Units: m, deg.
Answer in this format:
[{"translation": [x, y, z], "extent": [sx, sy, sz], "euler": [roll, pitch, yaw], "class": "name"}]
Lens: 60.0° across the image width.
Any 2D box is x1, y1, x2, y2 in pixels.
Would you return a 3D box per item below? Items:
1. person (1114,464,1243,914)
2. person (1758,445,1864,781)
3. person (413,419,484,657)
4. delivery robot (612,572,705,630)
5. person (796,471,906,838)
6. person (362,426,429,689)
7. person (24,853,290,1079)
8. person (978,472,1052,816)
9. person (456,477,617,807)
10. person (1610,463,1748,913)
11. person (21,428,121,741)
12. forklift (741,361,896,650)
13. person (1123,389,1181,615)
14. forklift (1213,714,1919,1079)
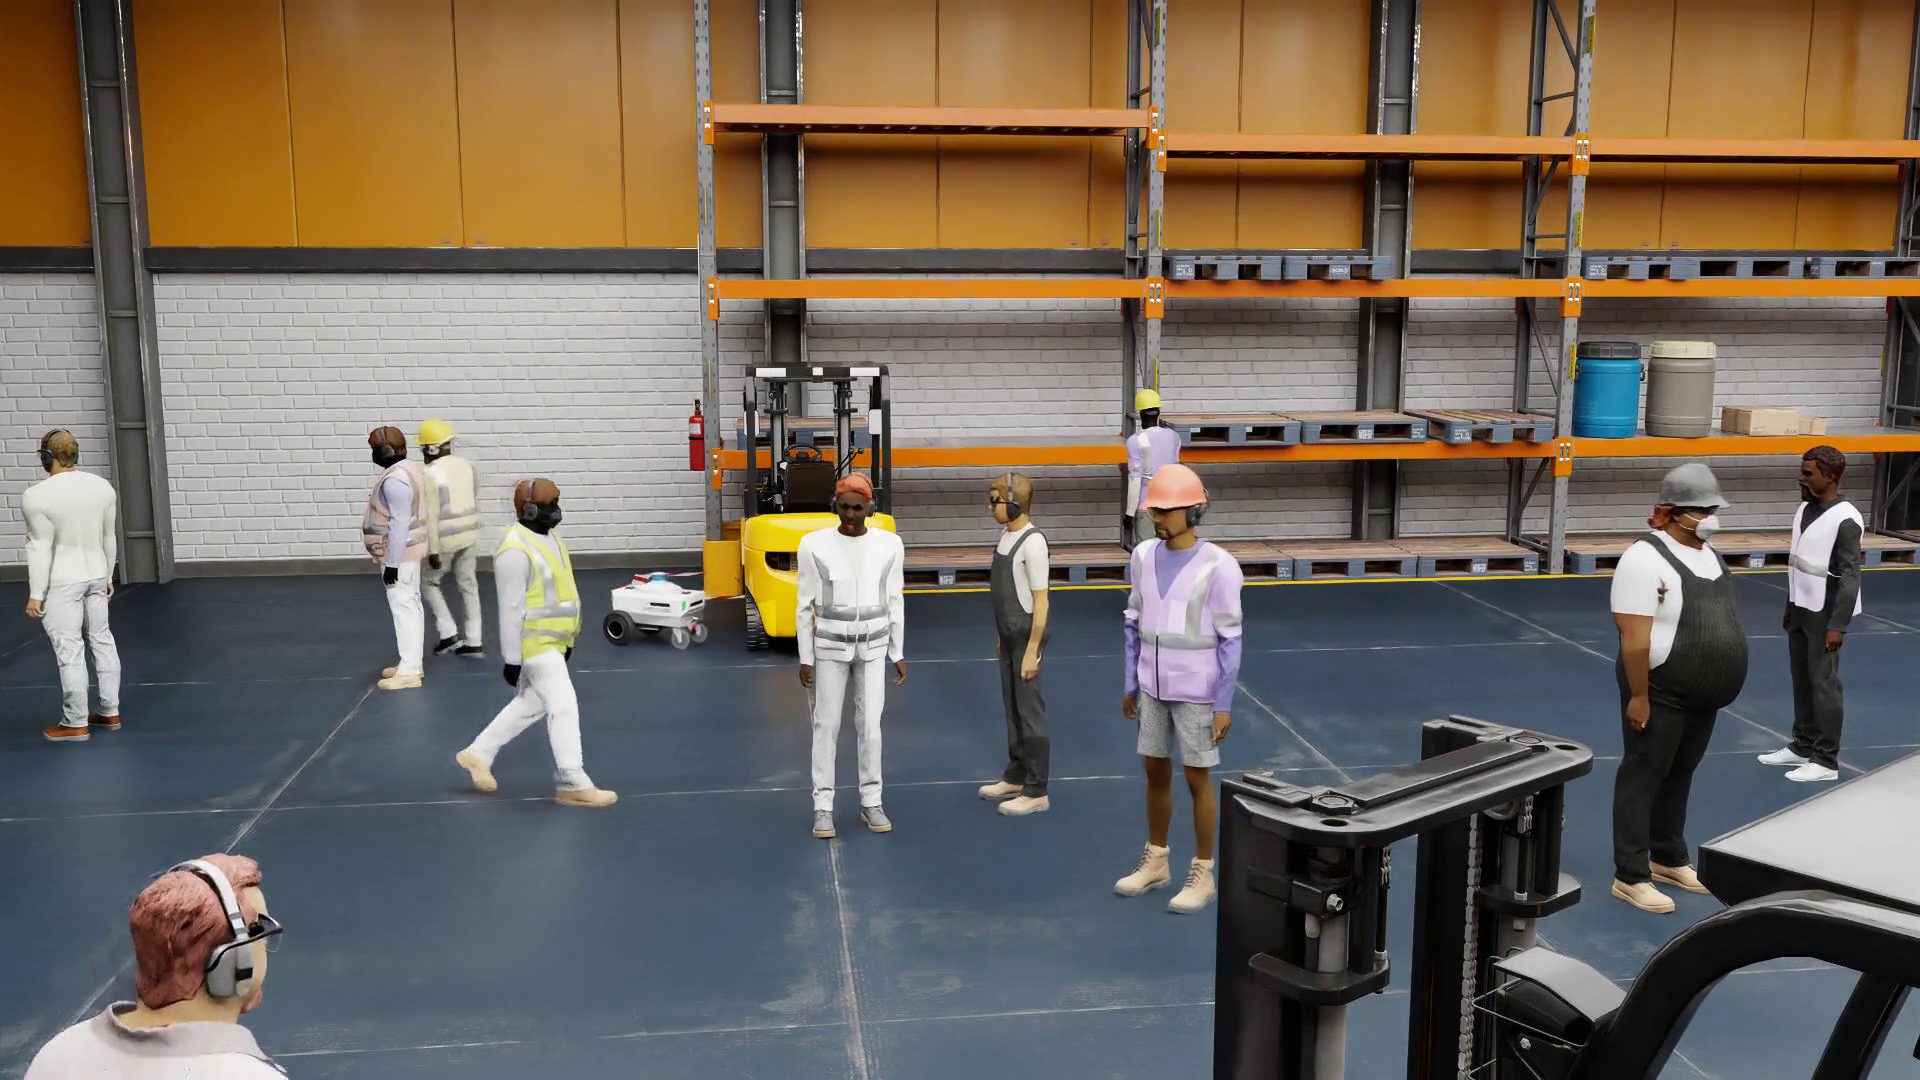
[{"translation": [0.968, 0.669, 7.539], "extent": [0.390, 2.040, 0.614], "euler": [-9, 13, -44], "class": "person"}, {"translation": [4.908, 0.416, 9.507], "extent": [0.377, 1.917, 0.599], "euler": [0, 9, 2], "class": "person"}, {"translation": [-3.811, 0.000, 12.420], "extent": [0.438, 1.813, 0.622], "euler": [5, 10, 29], "class": "person"}, {"translation": [-2.349, 0.494, 12.970], "extent": [0.707, 0.478, 0.477], "euler": [4, 10, 23], "class": "delivery robot"}, {"translation": [-0.557, 0.584, 8.560], "extent": [0.572, 1.886, 0.353], "euler": [-3, 9, -16], "class": "person"}, {"translation": [-3.937, 0.119, 11.622], "extent": [0.429, 1.838, 0.621], "euler": [-2, 9, -11], "class": "person"}, {"translation": [-1.323, 1.486, 2.945], "extent": [0.641, 1.891, 0.415], "euler": [3, 10, 20], "class": "person"}, {"translation": [0.313, 0.551, 8.907], "extent": [0.345, 1.840, 0.505], "euler": [-3, 10, -17], "class": "person"}, {"translation": [-2.347, 0.548, 9.031], "extent": [0.894, 1.809, 0.633], "euler": [1, 9, 5], "class": "person"}, {"translation": [3.307, 0.660, 7.603], "extent": [0.674, 2.000, 0.535], "euler": [-7, 11, -37], "class": "person"}, {"translation": [-5.505, 0.278, 10.308], "extent": [0.373, 1.940, 0.628], "euler": [3, 10, 19], "class": "person"}, {"translation": [-1.154, -0.340, 13.365], "extent": [1.214, 2.155, 2.313], "euler": [-1, 9, -7], "class": "forklift"}, {"translation": [1.593, -0.301, 13.967], "extent": [0.589, 1.923, 0.383], "euler": [-7, 12, -39], "class": "person"}, {"translation": [1.441, 1.425, 2.350], "extent": [1.214, 2.155, 2.313], "euler": [-7, 12, -39], "class": "forklift"}]
